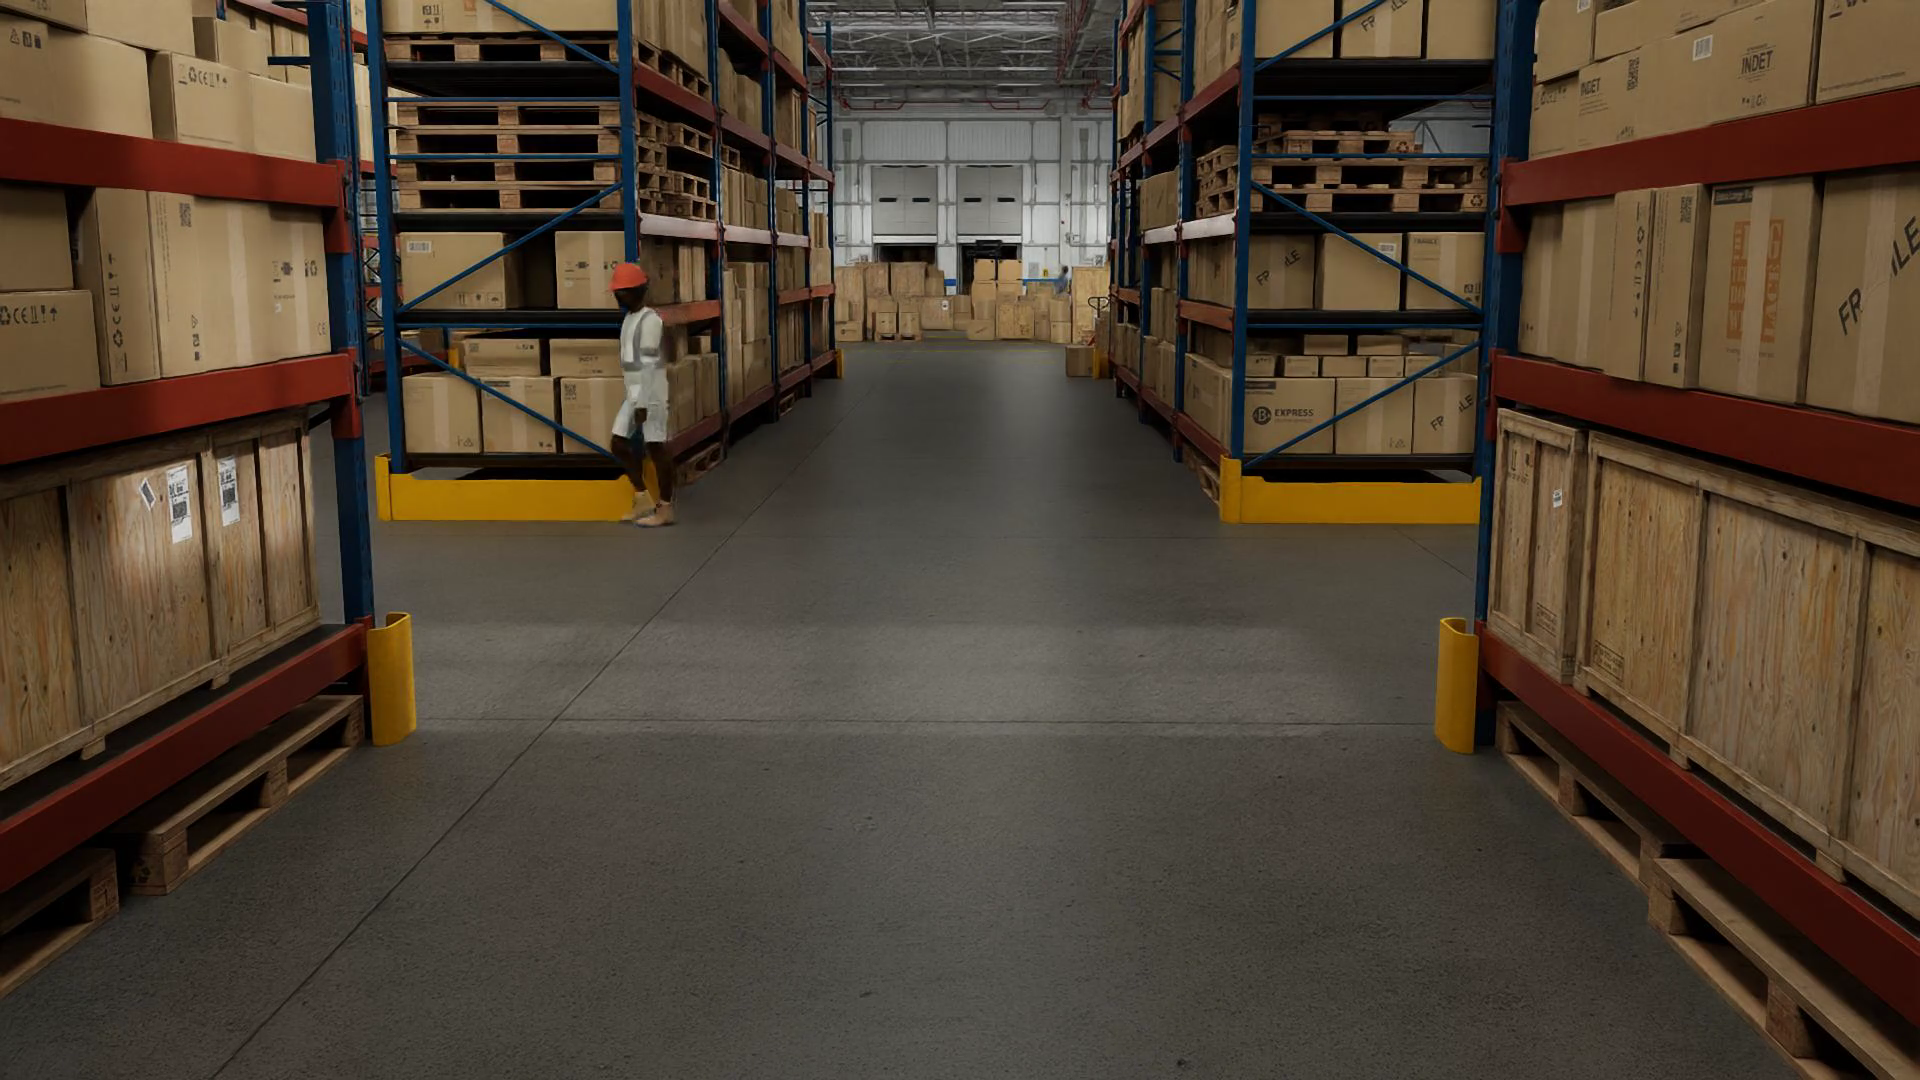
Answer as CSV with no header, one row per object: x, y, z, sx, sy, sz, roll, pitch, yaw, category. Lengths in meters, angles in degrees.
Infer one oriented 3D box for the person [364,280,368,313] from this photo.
-24.165,-10.131,66.900,0.623,1.989,0.401,4,10,22,person

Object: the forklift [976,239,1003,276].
1.042,-9.229,58.844,1.129,2.768,1.873,4,10,20,forklift

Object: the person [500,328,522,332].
-6.138,-2.824,23.336,0.633,1.923,0.499,2,10,14,person

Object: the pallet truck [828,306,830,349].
-3.100,-3.940,29.800,1.885,1.965,0.823,3,10,19,pallet truck

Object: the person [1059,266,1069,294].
3.596,-8.433,56.925,0.436,1.926,0.655,-3,10,-15,person

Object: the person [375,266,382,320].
-20.601,-8.770,59.072,0.355,1.885,0.575,-3,10,-17,person

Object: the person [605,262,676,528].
-2.426,-1.082,12.611,0.564,2.015,0.633,-6,11,-32,person
